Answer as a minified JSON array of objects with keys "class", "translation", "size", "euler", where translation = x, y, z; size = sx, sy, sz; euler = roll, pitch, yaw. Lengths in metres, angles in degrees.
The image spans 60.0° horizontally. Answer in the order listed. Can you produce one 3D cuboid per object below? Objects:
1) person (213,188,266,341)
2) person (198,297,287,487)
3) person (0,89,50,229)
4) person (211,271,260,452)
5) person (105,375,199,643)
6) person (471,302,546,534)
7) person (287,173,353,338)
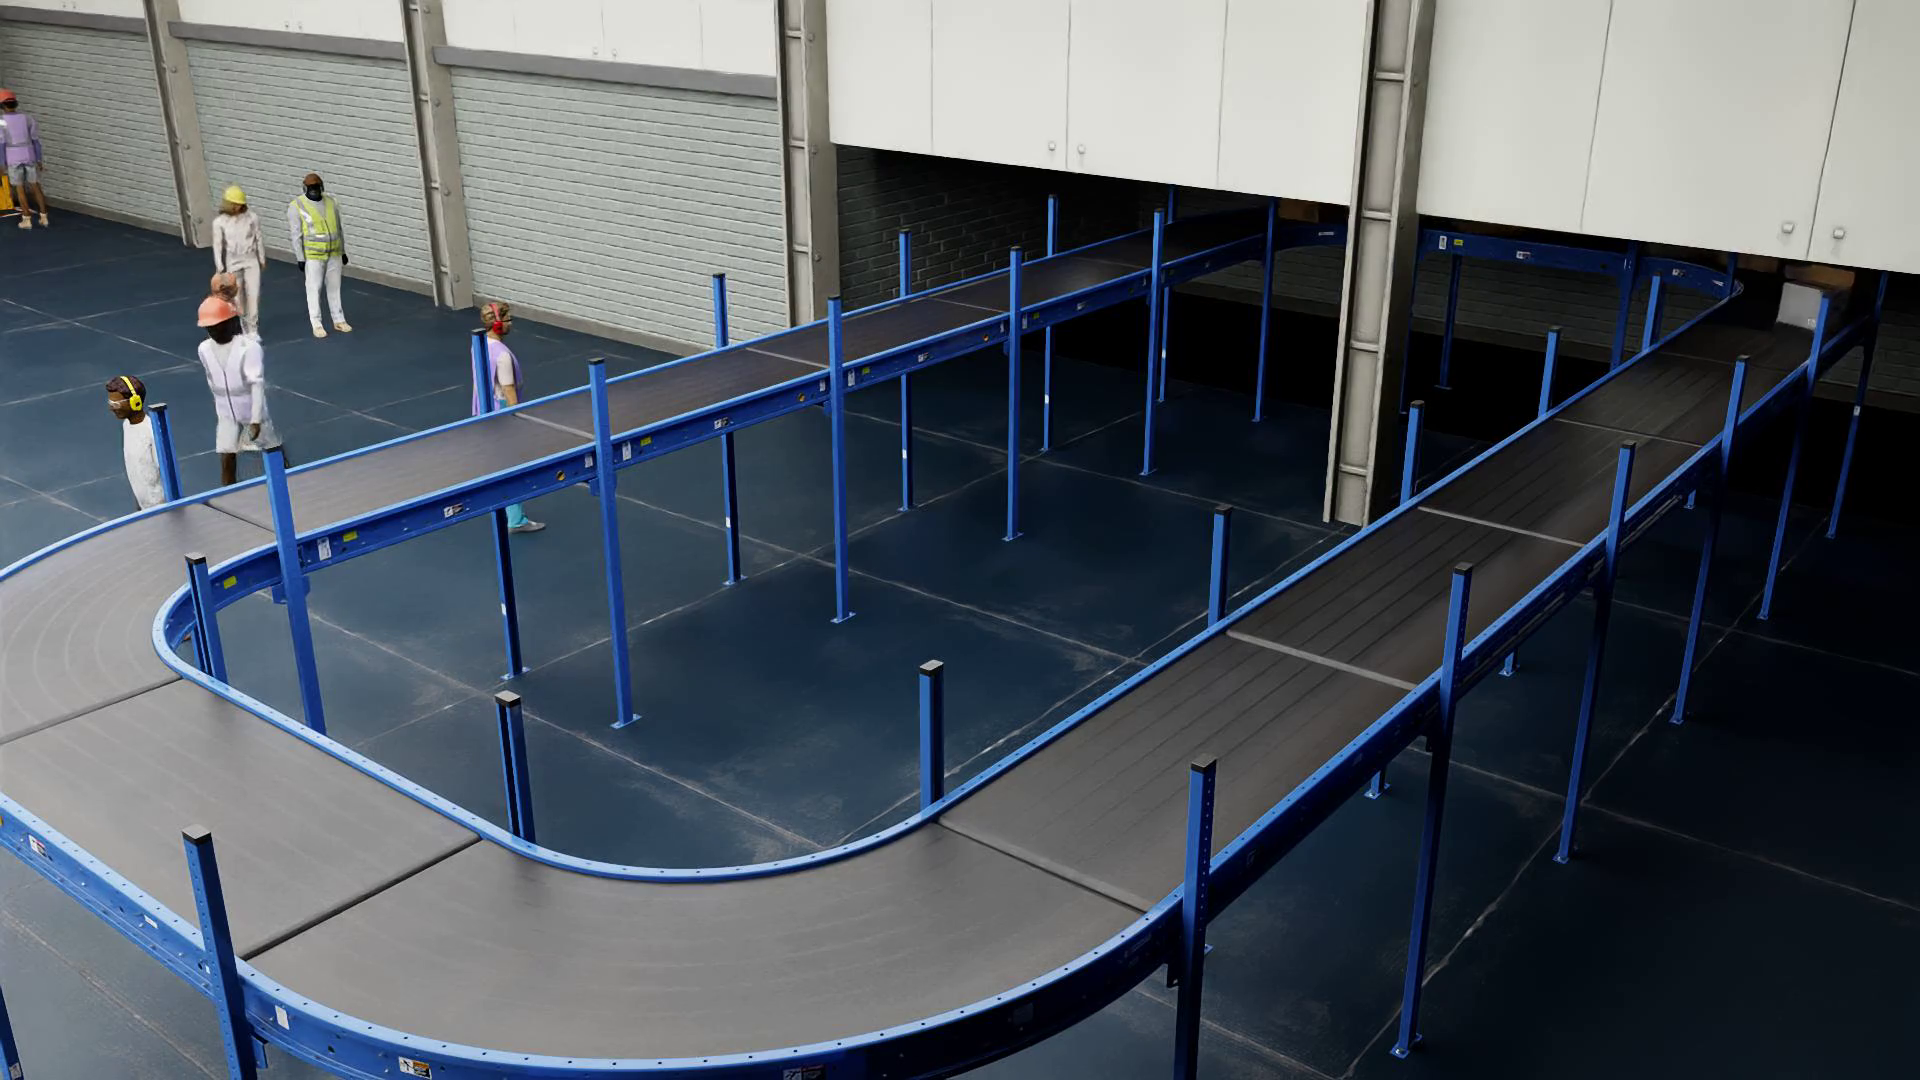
[{"class":"person","translation":[-8.097,-3.109,18.740],"size":[0.540,1.704,0.710],"euler":[-8,23,-20]},{"class":"person","translation":[-5.719,-1.027,13.246],"size":[0.547,1.889,1.022],"euler":[1,22,3]},{"class":"person","translation":[-14.056,-5.685,24.853],"size":[0.395,2.038,0.615],"euler":[16,27,35]},{"class":"person","translation":[-6.547,-1.610,15.038],"size":[0.306,1.640,0.522],"euler":[-17,27,-36]},{"class":"person","translation":[-5.409,-0.214,11.212],"size":[0.519,1.857,0.339],"euler":[17,27,37]},{"class":"person","translation":[-3.613,-0.954,13.091],"size":[0.388,1.847,0.563],"euler":[-17,27,-36]},{"class":"person","translation":[-7.255,-3.245,18.924],"size":[0.429,1.838,0.634],"euler":[16,27,35]}]
